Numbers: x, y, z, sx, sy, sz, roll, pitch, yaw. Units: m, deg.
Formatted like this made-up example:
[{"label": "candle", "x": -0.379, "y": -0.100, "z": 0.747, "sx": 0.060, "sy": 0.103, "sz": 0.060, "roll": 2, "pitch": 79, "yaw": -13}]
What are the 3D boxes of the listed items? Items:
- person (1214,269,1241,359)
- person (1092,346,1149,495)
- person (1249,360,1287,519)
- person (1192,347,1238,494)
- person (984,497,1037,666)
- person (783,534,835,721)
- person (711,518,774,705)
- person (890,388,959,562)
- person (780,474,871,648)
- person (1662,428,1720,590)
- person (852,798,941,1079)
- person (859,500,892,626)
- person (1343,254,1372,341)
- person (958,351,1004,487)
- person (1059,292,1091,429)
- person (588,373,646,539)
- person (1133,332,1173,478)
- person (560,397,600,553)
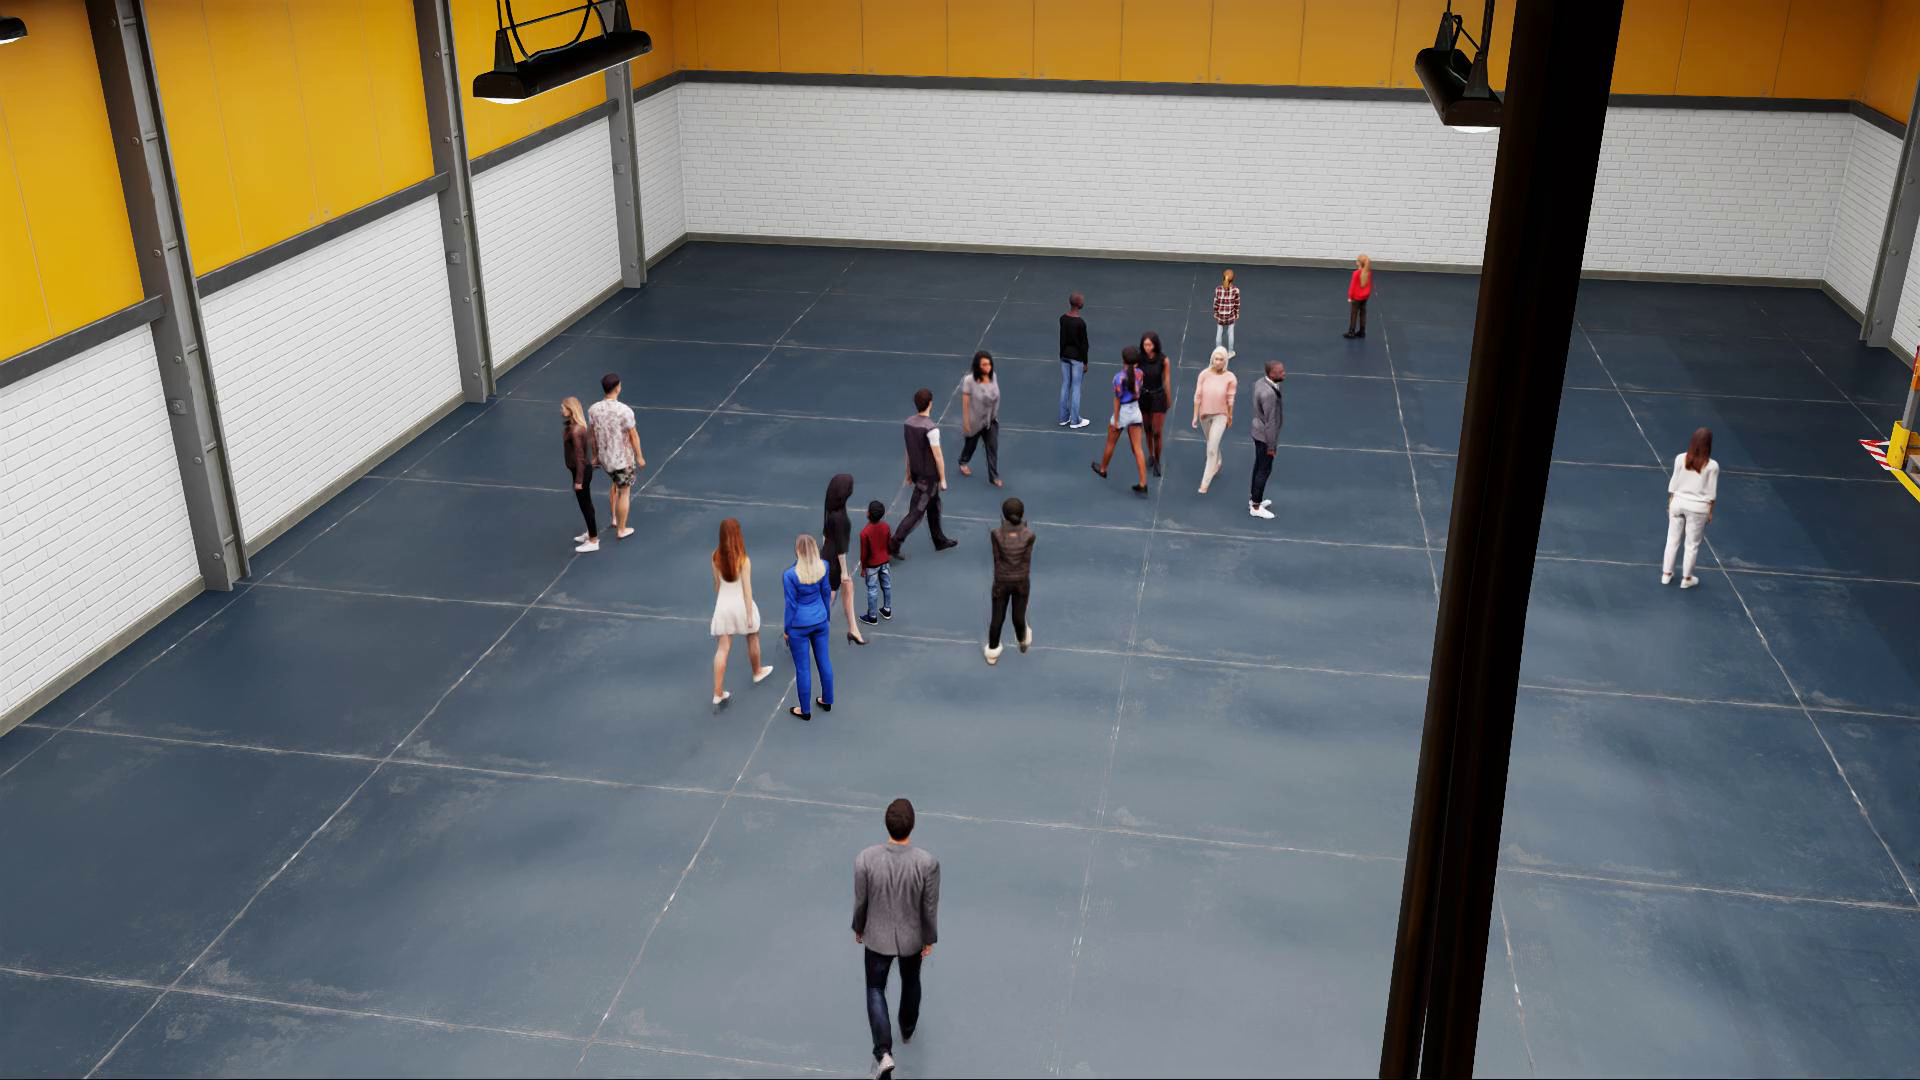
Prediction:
[{"label": "person", "x": 3.842, "y": -3.271, "z": 23.984, "sx": 0.533, "sy": 1.305, "sz": 0.538, "roll": 5, "pitch": 24, "yaw": 12}, {"label": "person", "x": 1.977, "y": -1.340, "z": 19.090, "sx": 1.102, "sy": 1.685, "sz": 1.211, "roll": -14, "pitch": 27, "yaw": -28}, {"label": "person", "x": 3.394, "y": -1.162, "z": 18.526, "sx": 0.798, "sy": 1.811, "sz": 0.518, "roll": 0, "pitch": 24, "yaw": -1}, {"label": "person", "x": 2.967, "y": -1.442, "z": 19.338, "sx": 0.839, "sy": 1.674, "sz": 1.247, "roll": 11, "pitch": 26, "yaw": 23}, {"label": "person", "x": 0.464, "y": 0.347, "z": 15.259, "sx": 0.761, "sy": 1.663, "sz": 0.676, "roll": 4, "pitch": 24, "yaw": 9}, {"label": "person", "x": -1.301, "y": 0.735, "z": 14.324, "sx": 0.689, "sy": 1.700, "sz": 0.754, "roll": -17, "pitch": 29, "yaw": -33}, {"label": "person", "x": -2.017, "y": 0.650, "z": 14.554, "sx": 0.714, "sy": 1.673, "sz": 1.111, "roll": 9, "pitch": 25, "yaw": 19}, {"label": "person", "x": -0.448, "y": -0.631, "z": 17.316, "sx": 1.210, "sy": 1.808, "sz": 1.168, "roll": -14, "pitch": 27, "yaw": -29}, {"label": "person", "x": -1.244, "y": 0.264, "z": 15.318, "sx": 0.987, "sy": 1.768, "sz": 1.133, "roll": -6, "pitch": 24, "yaw": -14}, {"label": "person", "x": 7.369, "y": -0.331, "z": 16.778, "sx": 0.682, "sy": 1.689, "sz": 0.688, "roll": 18, "pitch": 29, "yaw": 35}, {"label": "person", "x": -0.403, "y": 2.468, "z": 10.176, "sx": 0.860, "sy": 1.849, "sz": 1.142, "roll": -1, "pitch": 24, "yaw": -2}, {"label": "person", "x": -0.810, "y": 0.205, "z": 16.092, "sx": 0.573, "sy": 1.256, "sz": 0.645, "roll": -19, "pitch": 30, "yaw": -37}, {"label": "person", "x": 5.988, "y": -3.647, "z": 24.870, "sx": 0.591, "sy": 1.283, "sz": 0.644, "roll": -12, "pitch": 26, "yaw": -26}, {"label": "person", "x": 0.204, "y": -1.452, "z": 19.485, "sx": 1.027, "sy": 1.575, "sz": 1.135, "roll": -13, "pitch": 27, "yaw": -26}, {"label": "person", "x": 1.441, "y": -2.303, "z": 21.213, "sx": 0.681, "sy": 1.749, "sz": 0.708, "roll": 22, "pitch": 32, "yaw": 40}, {"label": "person", "x": -3.738, "y": -0.872, "z": 17.878, "sx": 0.744, "sy": 1.799, "sz": 0.735, "roll": 10, "pitch": 26, "yaw": 22}, {"label": "person", "x": 2.296, "y": -1.665, "z": 19.800, "sx": 0.700, "sy": 1.712, "sz": 0.876, "roll": 7, "pitch": 25, "yaw": 16}, {"label": "person", "x": -4.010, "y": -0.707, "z": 17.621, "sx": 0.729, "sy": 1.703, "sz": 0.563, "roll": -4, "pitch": 24, "yaw": -9}]
